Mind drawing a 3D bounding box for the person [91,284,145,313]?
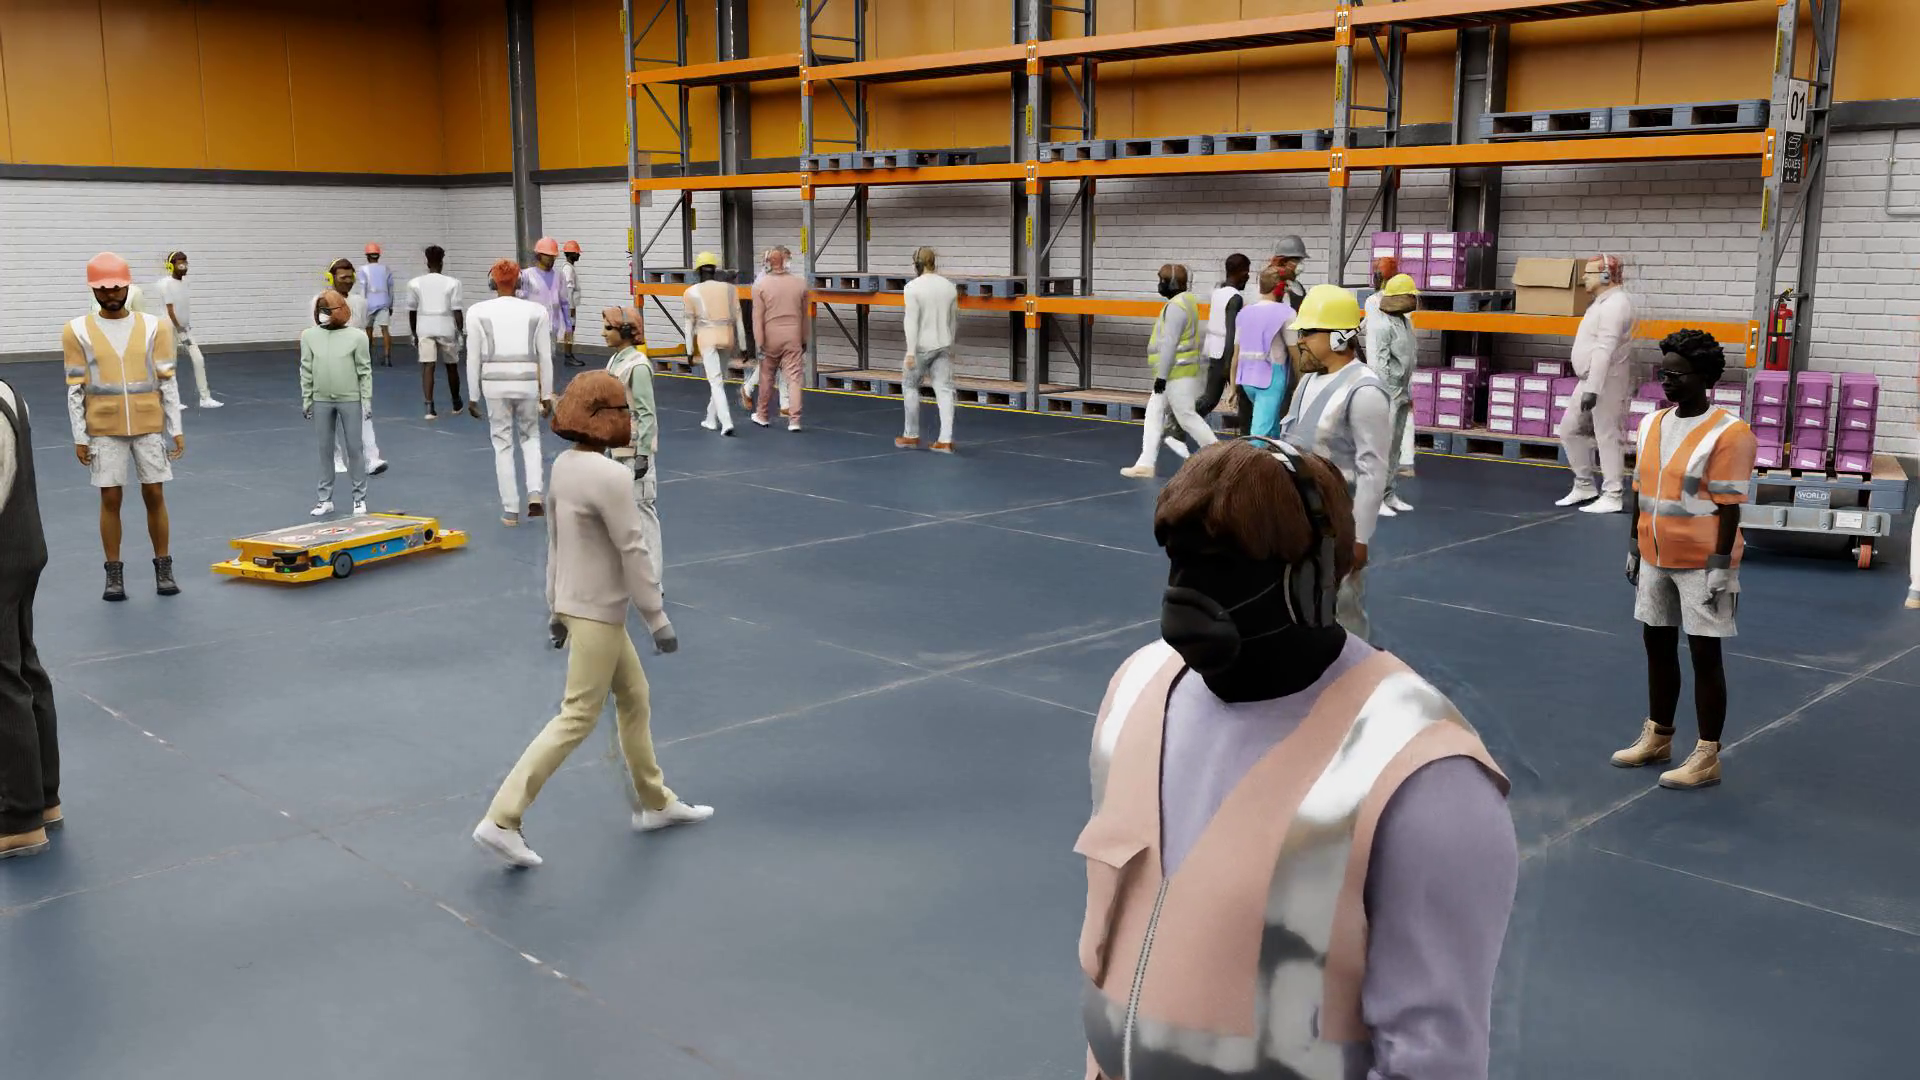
[{"bbox_3d":[-9.103,-2.188,18.095,0.605,1.810,0.608,1,10,8],"label":"person"}]

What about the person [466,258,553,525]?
[{"bbox_3d":[-3.152,-1.030,11.652,0.574,1.871,0.405,-4,11,-23],"label":"person"}]

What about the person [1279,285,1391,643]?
[{"bbox_3d":[1.446,-0.086,6.584,0.404,1.829,0.600,-3,11,-14],"label":"person"}]

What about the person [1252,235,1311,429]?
[{"bbox_3d":[2.844,-1.619,14.373,0.602,2.000,0.689,5,12,27],"label":"person"}]

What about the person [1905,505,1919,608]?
[{"bbox_3d":[5.616,-0.605,9.143,1.049,1.930,0.613,-7,13,-34],"label":"person"}]

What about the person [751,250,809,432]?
[{"bbox_3d":[-1.893,-2.075,17.346,0.672,1.857,0.956,-4,11,-23],"label":"person"}]

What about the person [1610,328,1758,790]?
[{"bbox_3d":[2.667,0.067,6.139,0.322,1.689,0.530,-4,11,-22],"label":"person"}]

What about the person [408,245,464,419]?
[{"bbox_3d":[-5.823,-2.313,18.531,0.612,1.917,0.981,-2,11,-9],"label":"person"}]

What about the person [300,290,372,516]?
[{"bbox_3d":[-4.514,-0.990,12.053,0.498,1.633,0.282,-1,10,-4],"label":"person"}]

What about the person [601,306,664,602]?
[{"bbox_3d":[-1.837,-0.481,9.262,0.310,1.638,0.522,-6,12,-29],"label":"person"}]

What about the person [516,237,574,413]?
[{"bbox_3d":[-4.608,-2.393,18.738,1.013,1.987,0.629,9,14,40],"label":"person"}]

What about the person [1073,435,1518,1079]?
[{"bbox_3d":[0.372,0.761,2.082,0.945,1.797,0.639,-8,13,-37],"label":"person"}]

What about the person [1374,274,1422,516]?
[{"bbox_3d":[3.179,-1.055,12.113,0.305,1.742,0.508,7,13,34],"label":"person"}]

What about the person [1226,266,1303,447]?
[{"bbox_3d":[2.270,-1.156,12.516,0.936,1.798,0.555,-6,12,-31],"label":"person"}]

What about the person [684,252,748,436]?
[{"bbox_3d":[-2.487,-2.005,16.982,0.619,1.871,0.978,-6,12,-31],"label":"person"}]

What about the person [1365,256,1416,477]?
[{"bbox_3d":[3.574,-1.485,14.192,0.574,1.828,1.005,-6,12,-30],"label":"person"}]

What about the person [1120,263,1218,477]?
[{"bbox_3d":[1.840,-1.383,13.757,0.924,1.806,0.614,2,11,9],"label":"person"}]

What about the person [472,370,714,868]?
[{"bbox_3d":[-1.231,0.244,5.426,0.832,1.598,0.511,-6,12,-30],"label":"person"}]

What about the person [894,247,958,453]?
[{"bbox_3d":[-0.343,-1.781,15.618,0.657,1.903,0.843,-9,13,-39],"label":"person"}]

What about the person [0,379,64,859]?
[{"bbox_3d":[-3.173,0.122,5.414,0.346,1.846,0.507,-3,11,-14],"label":"person"}]

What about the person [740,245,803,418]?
[{"bbox_3d":[-2.101,-2.321,18.542,0.716,1.922,0.635,7,12,33],"label":"person"}]

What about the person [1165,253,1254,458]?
[{"bbox_3d":[2.356,-1.654,15.057,0.974,1.872,0.598,-2,11,-9],"label":"person"}]

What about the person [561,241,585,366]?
[{"bbox_3d":[-6.003,-3.658,25.773,0.379,1.937,0.547,-2,11,-12],"label":"person"}]

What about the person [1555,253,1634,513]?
[{"bbox_3d":[4.604,-1.127,12.097,0.588,1.888,0.648,1,10,8],"label":"person"}]

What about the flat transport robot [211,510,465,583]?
[{"bbox_3d":[-3.799,0.022,10.251,0.652,0.197,1.431,5,11,25],"label":"flat transport robot"}]

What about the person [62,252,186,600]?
[{"bbox_3d":[-4.634,-0.626,9.258,0.560,1.930,0.386,-6,12,-31],"label":"person"}]

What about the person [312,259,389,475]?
[{"bbox_3d":[-5.147,-1.434,13.969,0.516,1.816,0.963,-8,13,-38],"label":"person"}]

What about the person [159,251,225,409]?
[{"bbox_3d":[-8.957,-2.405,19.238,0.830,1.822,0.527,3,11,17],"label":"person"}]

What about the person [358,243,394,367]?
[{"bbox_3d":[-9.101,-3.655,25.881,0.573,1.883,0.986,-8,13,-37],"label":"person"}]
